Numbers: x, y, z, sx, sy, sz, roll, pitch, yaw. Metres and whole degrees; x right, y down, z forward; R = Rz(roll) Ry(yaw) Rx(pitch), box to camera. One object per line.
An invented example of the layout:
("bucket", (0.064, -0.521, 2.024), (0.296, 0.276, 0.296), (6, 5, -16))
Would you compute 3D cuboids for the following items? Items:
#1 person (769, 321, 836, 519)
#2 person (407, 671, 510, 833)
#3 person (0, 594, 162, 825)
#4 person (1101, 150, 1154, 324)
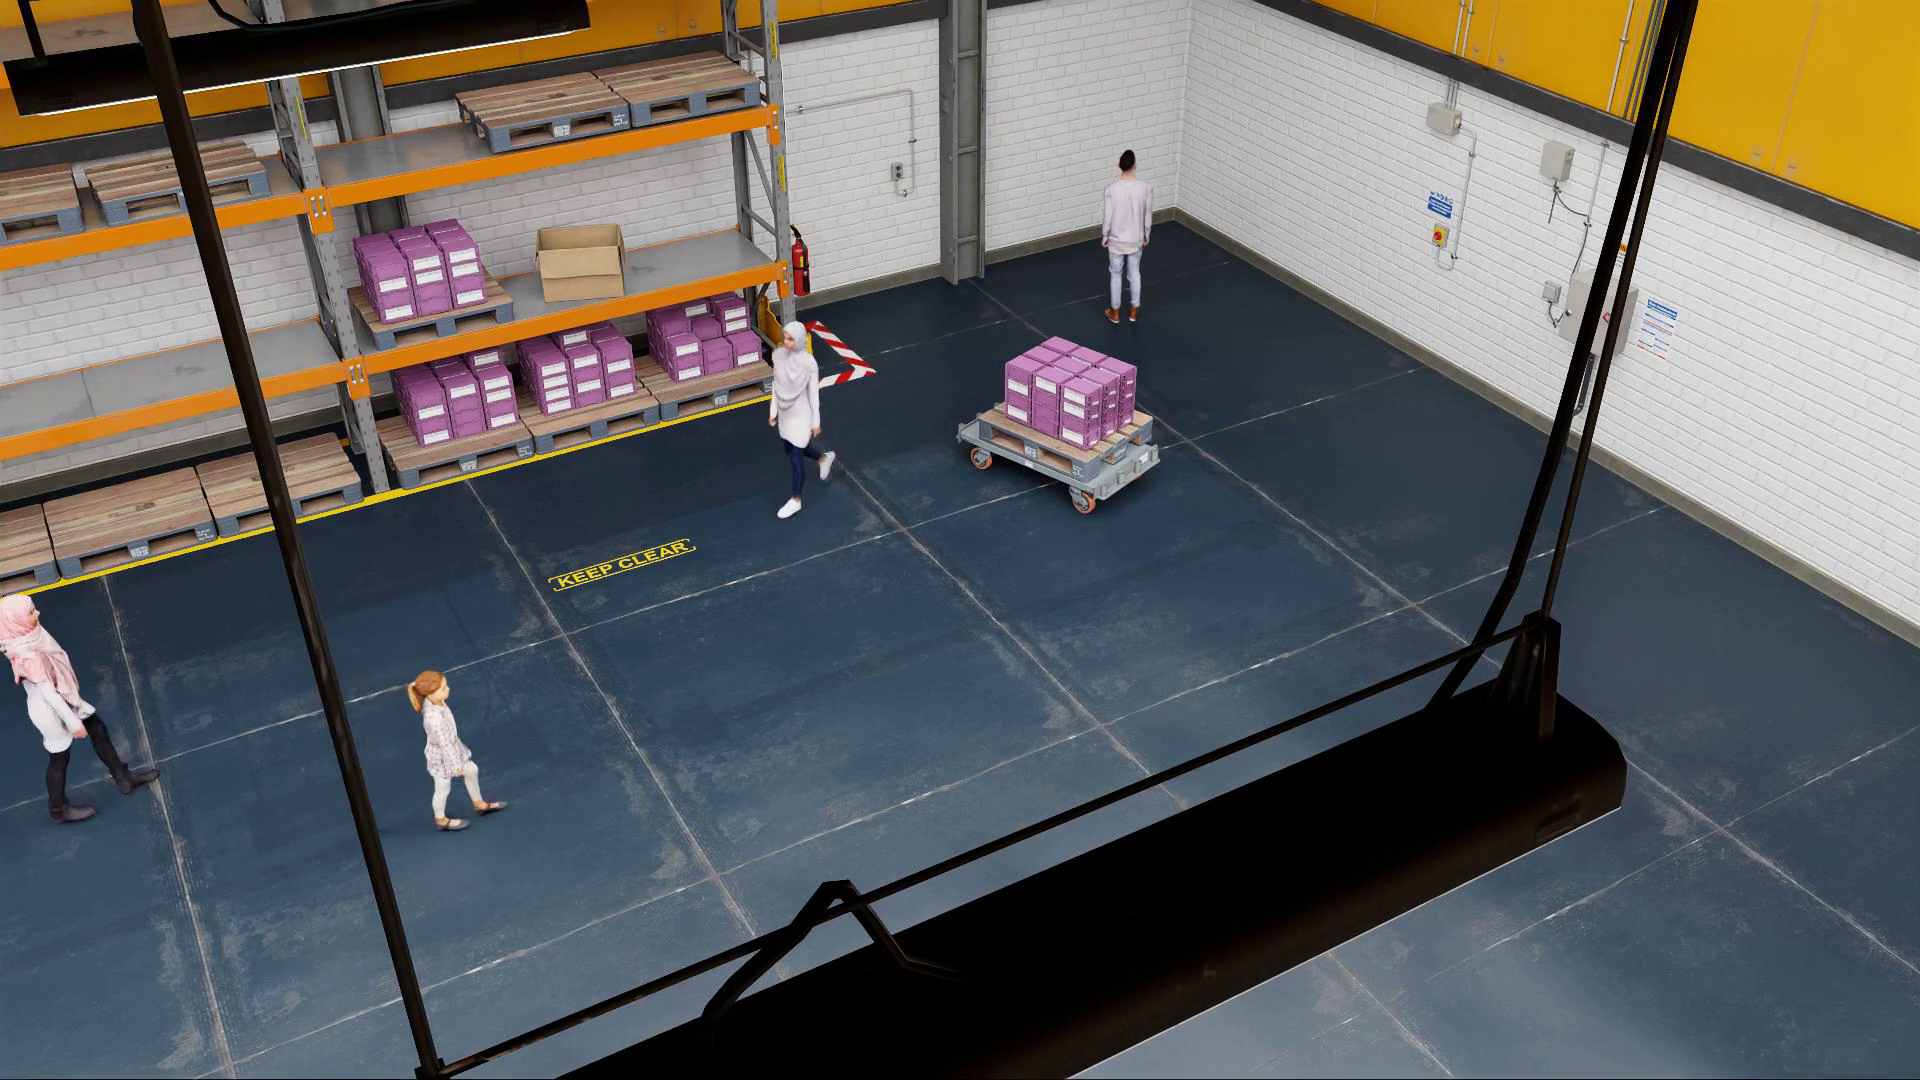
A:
("person", (-1.332, -1.073, 14.062), (0.870, 1.759, 1.091), (22, 40, 30))
("person", (-3.413, 1.384, 10.785), (0.783, 1.295, 0.663), (-6, 34, -9))
("person", (-5.941, 1.133, 10.724), (0.915, 1.780, 0.645), (-17, 37, -24))
("person", (1.707, -3.111, 17.055), (0.662, 1.840, 0.817), (-4, 34, -6))
